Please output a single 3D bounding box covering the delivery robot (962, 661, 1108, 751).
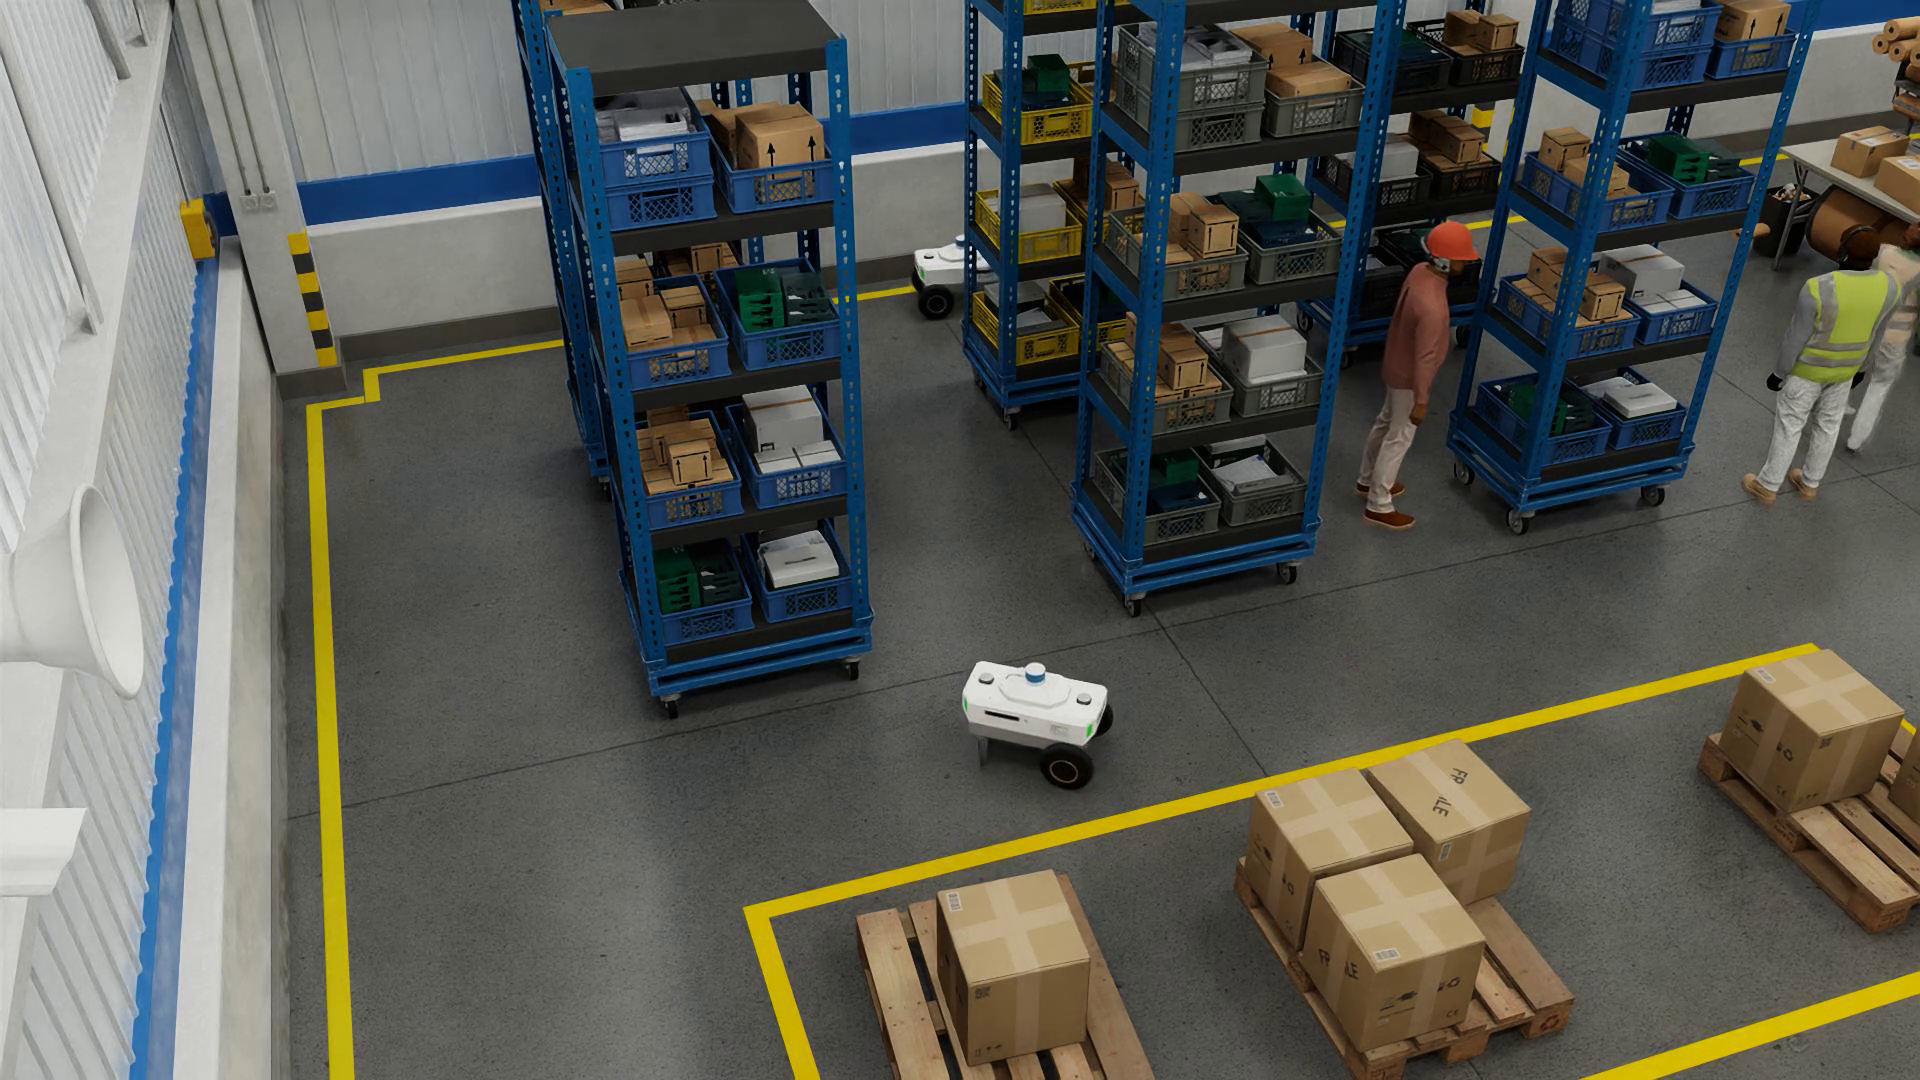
[{"bbox_3d":[0.379,0.843,8.513,0.707,0.478,0.477,11,37,15],"label":"delivery robot"}]

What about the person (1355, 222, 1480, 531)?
[{"bbox_3d":[2.743,-0.986,9.965,0.435,1.981,0.634,3,35,4],"label":"person"}]

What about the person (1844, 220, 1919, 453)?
[{"bbox_3d":[6.032,-1.371,10.848,0.540,1.619,0.571,-14,38,-19],"label":"person"}]

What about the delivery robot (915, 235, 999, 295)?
[{"bbox_3d":[0.023,-2.079,12.657,0.707,0.478,0.477,-5,35,-7],"label":"delivery robot"}]

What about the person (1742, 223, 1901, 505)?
[{"bbox_3d":[5.264,-1.064,10.187,0.634,1.841,0.429,-4,35,-5],"label":"person"}]
